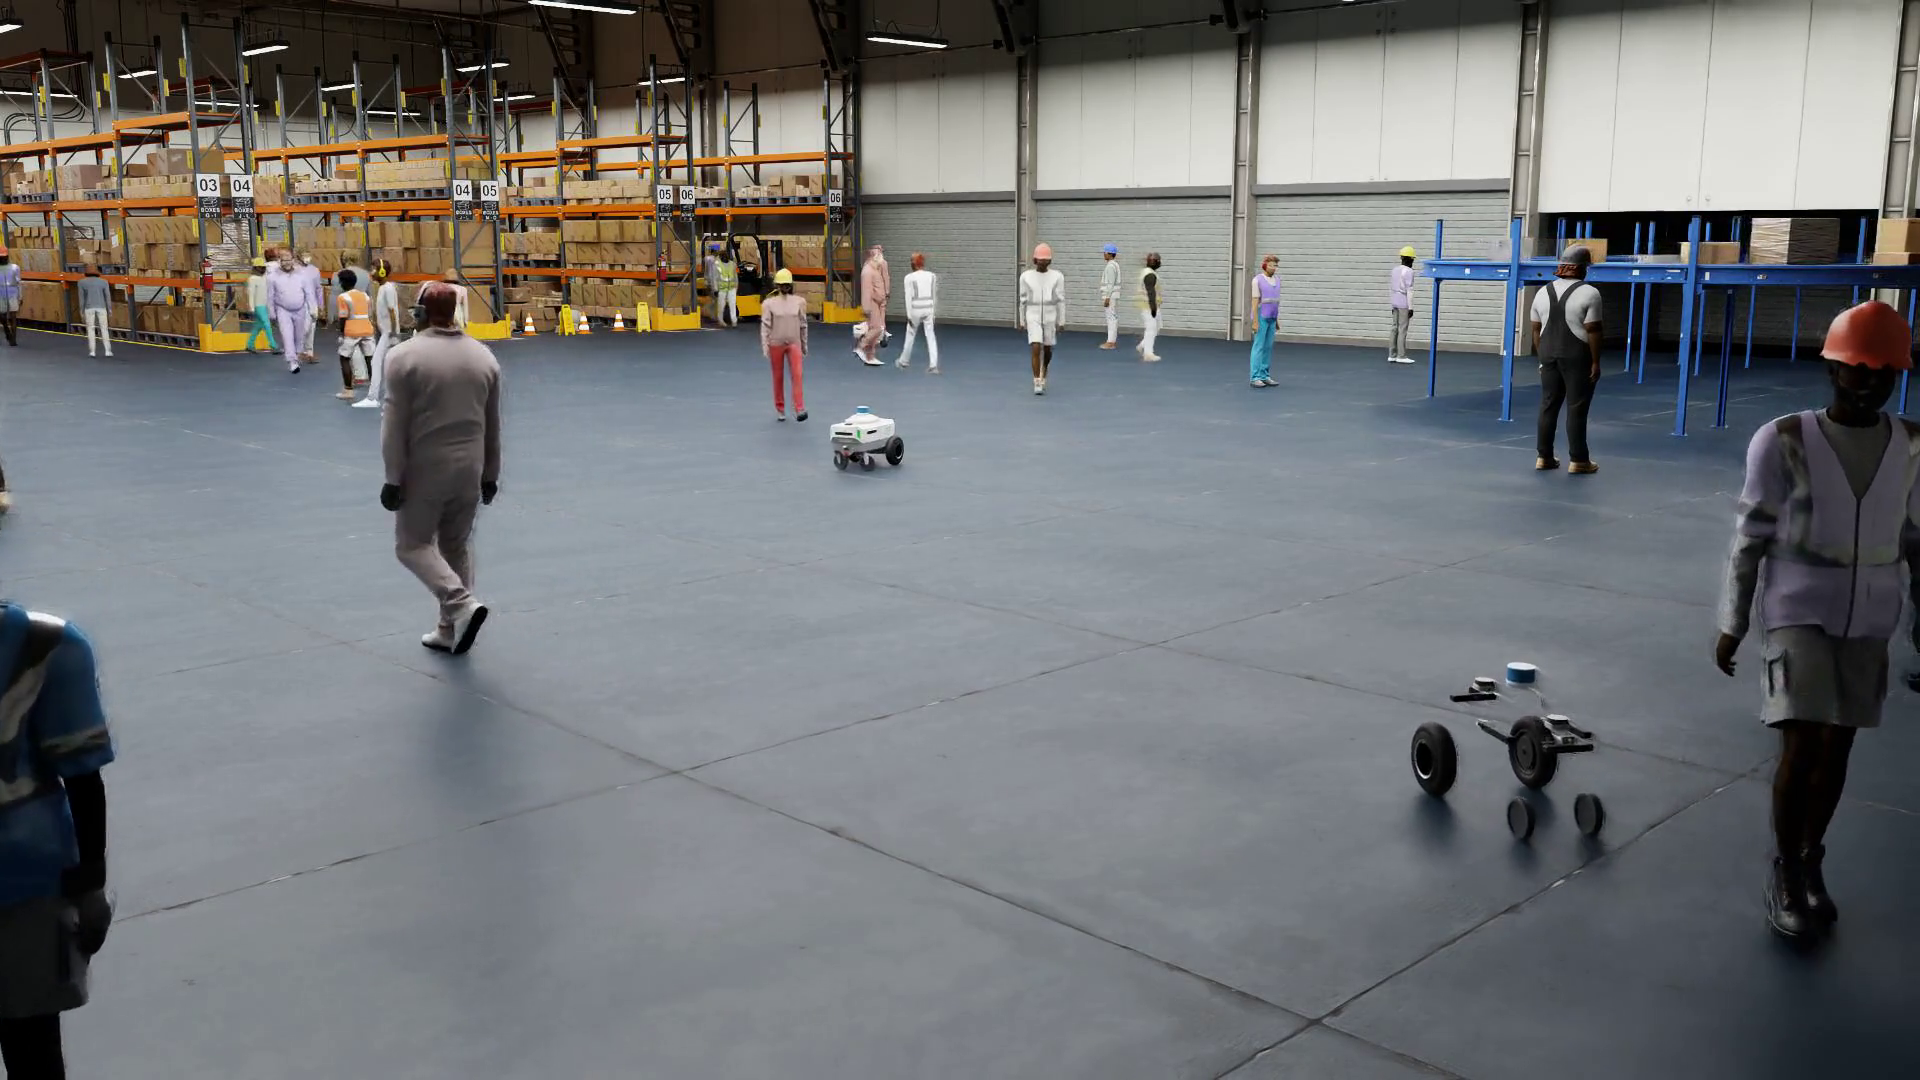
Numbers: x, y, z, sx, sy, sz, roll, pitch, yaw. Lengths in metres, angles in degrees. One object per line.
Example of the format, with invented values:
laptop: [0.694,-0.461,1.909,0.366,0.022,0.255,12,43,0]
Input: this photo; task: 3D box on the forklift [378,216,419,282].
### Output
forklift: [-17.868,-9.201,54.028,1.873,2.768,1.129,-10,14,-44]

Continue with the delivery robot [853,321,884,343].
delivery robot: [-1.745,-3.993,31.715,0.477,0.478,0.707,-6,12,-30]

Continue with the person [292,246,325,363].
person: [-10.836,-3.890,27.566,0.463,1.920,0.662,7,12,33]

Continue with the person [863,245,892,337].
person: [-1.710,-5.218,34.847,0.650,1.907,0.409,8,13,36]

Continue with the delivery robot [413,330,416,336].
delivery robot: [-9.614,-3.698,30.109,0.477,0.478,0.707,-8,13,-39]

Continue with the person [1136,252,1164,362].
person: [3.239,-3.936,28.072,0.453,1.824,0.648,1,10,5]

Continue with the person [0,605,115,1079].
person: [-1.929,0.684,3.237,0.551,1.685,0.366,-3,11,-15]

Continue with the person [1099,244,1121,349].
person: [2.817,-4.560,31.141,0.381,1.951,0.605,2,11,11]

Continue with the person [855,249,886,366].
person: [-1.403,-3.776,27.036,0.418,1.885,0.676,2,11,9]

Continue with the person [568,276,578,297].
person: [-10.674,-7.077,45.467,0.486,1.737,0.319,4,11,20]

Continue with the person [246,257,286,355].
person: [-12.486,-4.183,29.707,0.892,1.724,0.532,2,11,12]

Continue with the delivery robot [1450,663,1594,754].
delivery robot: [2.060,0.571,6.119,0.335,0.223,0.698,-2,11,-11]

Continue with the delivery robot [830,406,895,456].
delivery robot: [-0.897,-0.988,15.328,0.477,0.478,0.707,5,11,26]

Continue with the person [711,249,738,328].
person: [-5.410,-5.781,38.236,0.630,1.799,0.914,-5,12,-26]

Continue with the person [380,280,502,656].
person: [-2.558,-0.342,8.296,0.580,1.890,0.672,8,13,36]

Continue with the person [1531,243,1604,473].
person: [5.515,-1.623,14.993,0.538,2.000,0.683,-7,13,-35]

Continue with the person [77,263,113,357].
person: [-15.126,-4.028,29.102,0.507,1.631,0.266,-5,11,-25]

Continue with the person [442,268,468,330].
person: [-7.773,-3.368,25.548,0.511,1.613,0.550,-9,14,-41]

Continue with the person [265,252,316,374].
person: [-10.285,-3.496,25.604,0.640,1.855,0.999,-8,13,-37]

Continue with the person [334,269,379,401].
person: [-7.749,-2.622,21.321,0.511,1.678,0.536,6,12,29]

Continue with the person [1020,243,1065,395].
person: [1.104,-3.001,22.499,0.606,2.012,0.842,-1,10,-3]

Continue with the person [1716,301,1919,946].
person: [2.623,0.258,4.962,0.591,1.912,0.678,1,10,6]

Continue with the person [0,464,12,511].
person: [-7.669,-1.030,12.718,0.887,1.643,0.545,5,11,24]

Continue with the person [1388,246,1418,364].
person: [7.372,-3.907,27.648,0.383,1.922,0.593,-3,11,-16]

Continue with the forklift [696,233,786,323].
forklift: [-5.496,-6.489,41.108,2.313,2.155,1.214,-10,14,-44]

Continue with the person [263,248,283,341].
person: [-13.939,-4.970,33.678,0.941,1.838,0.583,9,13,39]

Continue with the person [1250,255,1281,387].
person: [4.285,-3.073,23.339,0.397,1.835,0.570,10,14,44]

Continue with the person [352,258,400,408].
person: [-7.097,-2.579,20.670,0.927,1.835,0.538,-5,11,-23]

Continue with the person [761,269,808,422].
person: [-1.966,-2.186,18.791,0.552,1.718,0.887,-3,11,-16]

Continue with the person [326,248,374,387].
person: [-8.626,-3.128,23.411,0.688,1.917,0.644,5,11,25]

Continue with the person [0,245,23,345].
person: [-18.459,-4.741,32.212,0.560,1.921,0.554,-6,12,-29]

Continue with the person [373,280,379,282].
person: [-15.774,-7.048,45.041,0.547,1.824,0.938,-8,13,-37]

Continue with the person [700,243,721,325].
person: [-5.878,-6.069,39.445,0.519,1.919,0.631,0,10,0]

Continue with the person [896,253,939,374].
person: [-0.626,-3.490,25.639,0.595,1.828,1.002,-6,12,-29]
